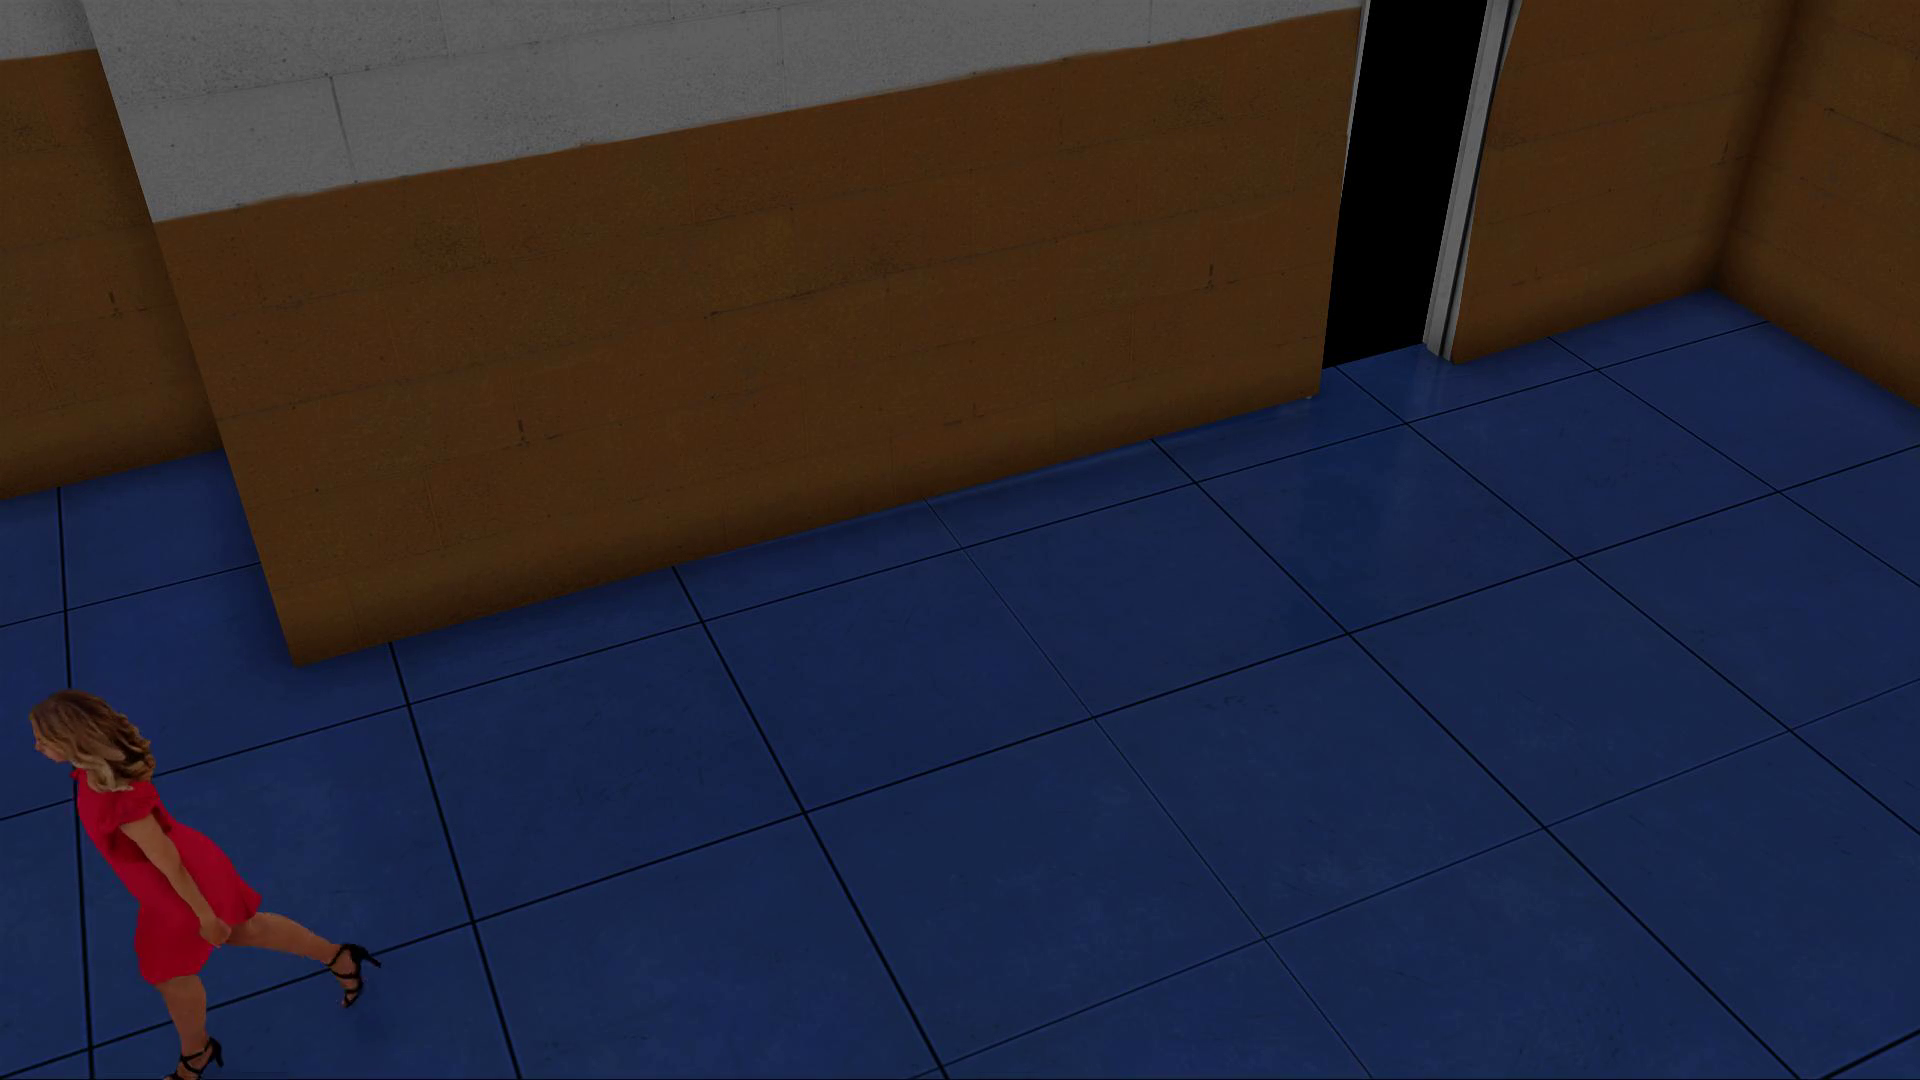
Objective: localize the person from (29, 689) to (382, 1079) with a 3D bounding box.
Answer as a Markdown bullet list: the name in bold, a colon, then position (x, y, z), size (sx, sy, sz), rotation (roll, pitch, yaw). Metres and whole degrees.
- **person**: position (-2.398, 1.091, 5.347), size (0.713, 1.677, 0.953), rotation (-21, 42, -25)
